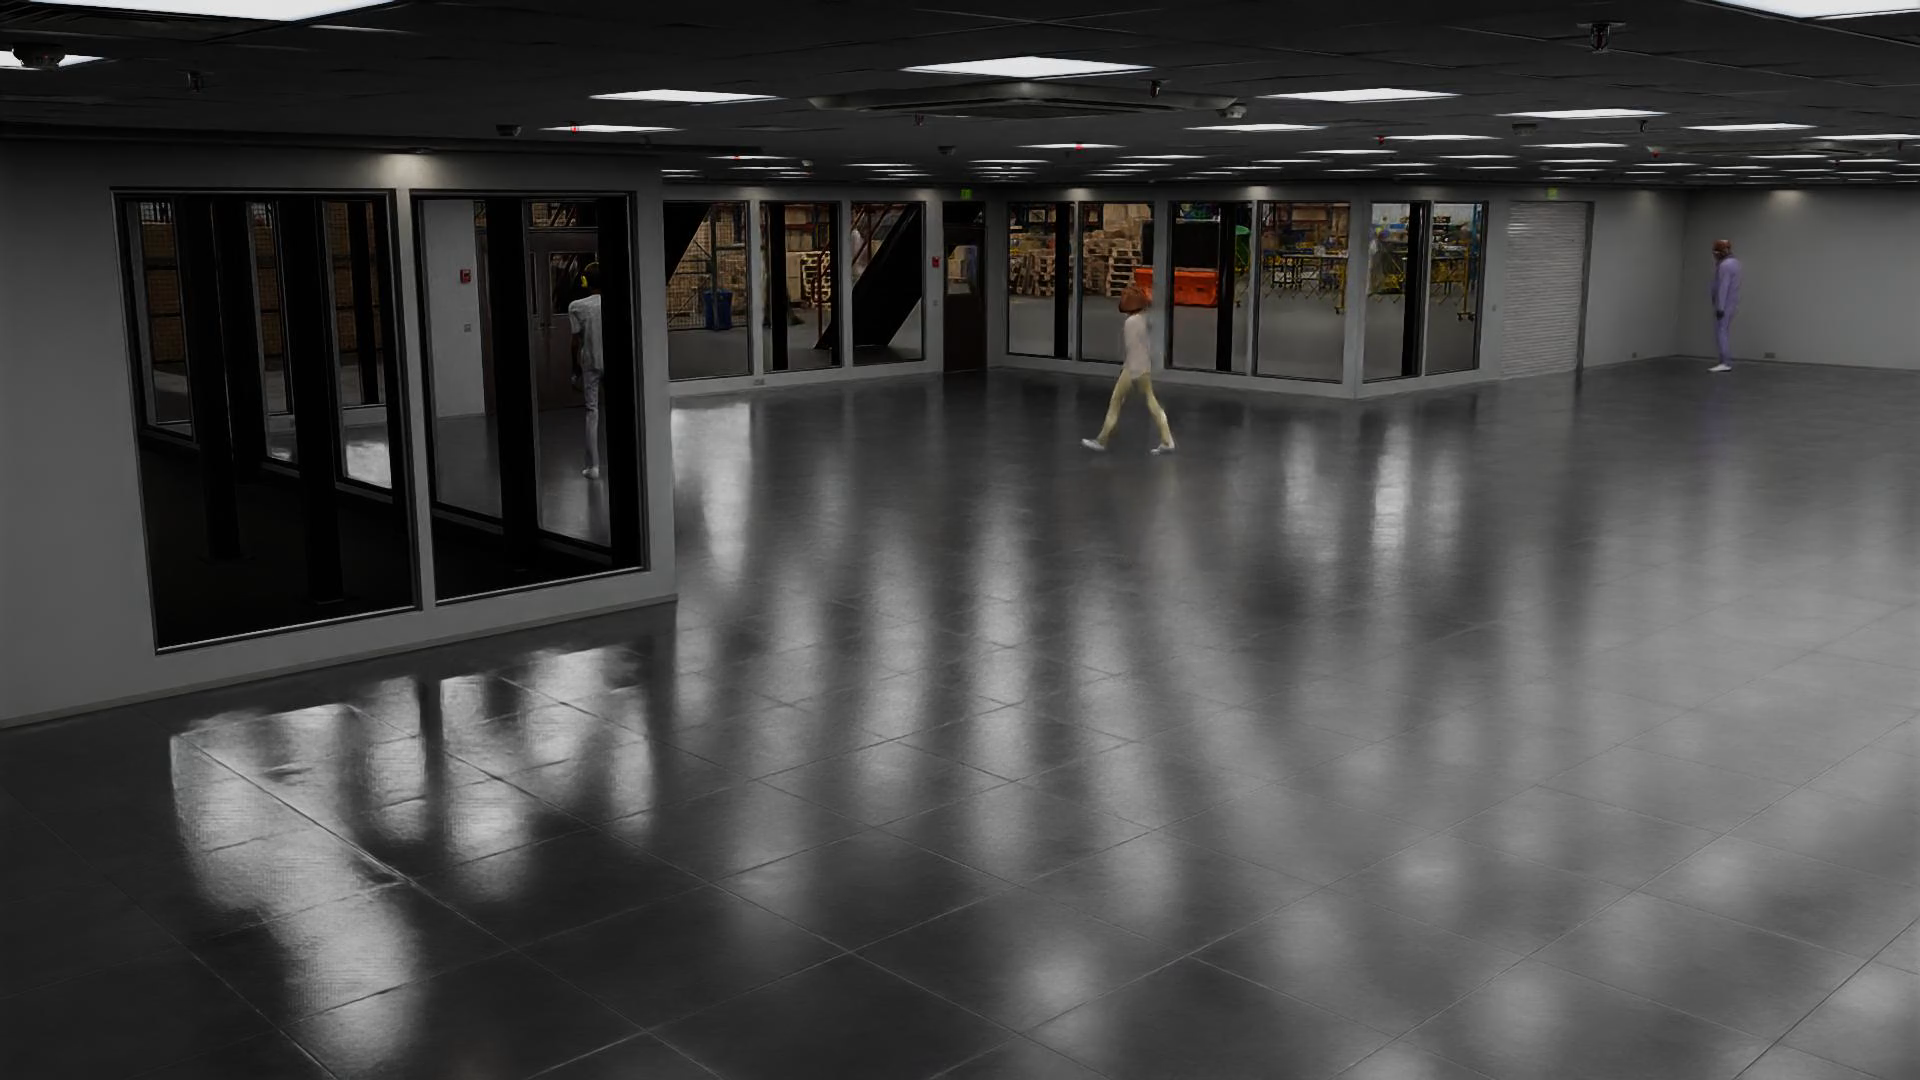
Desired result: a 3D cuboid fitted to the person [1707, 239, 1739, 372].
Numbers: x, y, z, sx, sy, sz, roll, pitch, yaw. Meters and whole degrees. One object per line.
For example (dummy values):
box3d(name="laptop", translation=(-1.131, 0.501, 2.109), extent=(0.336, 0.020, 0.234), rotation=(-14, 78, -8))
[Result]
box3d(name="person", translation=(10.917, -3.353, 23.809), extent=(0.427, 1.885, 0.689), rotation=(7, 13, 30))

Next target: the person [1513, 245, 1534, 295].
box3d(name="person", translation=(13.084, -6.221, 38.621), extent=(0.488, 1.719, 0.781), rotation=(-10, 15, -40))

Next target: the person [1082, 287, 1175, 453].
box3d(name="person", translation=(1.650, -1.607, 15.822), extent=(0.892, 1.587, 0.502), rotation=(6, 13, 26))

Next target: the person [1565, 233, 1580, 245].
box3d(name="person", translation=(13.433, -5.881, 36.402), extent=(0.643, 1.926, 0.996), rotation=(-5, 12, -22))

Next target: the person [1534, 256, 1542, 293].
box3d(name="person", translation=(15.717, -7.680, 45.524), extent=(0.983, 1.892, 0.566), rotation=(-8, 14, -34))
